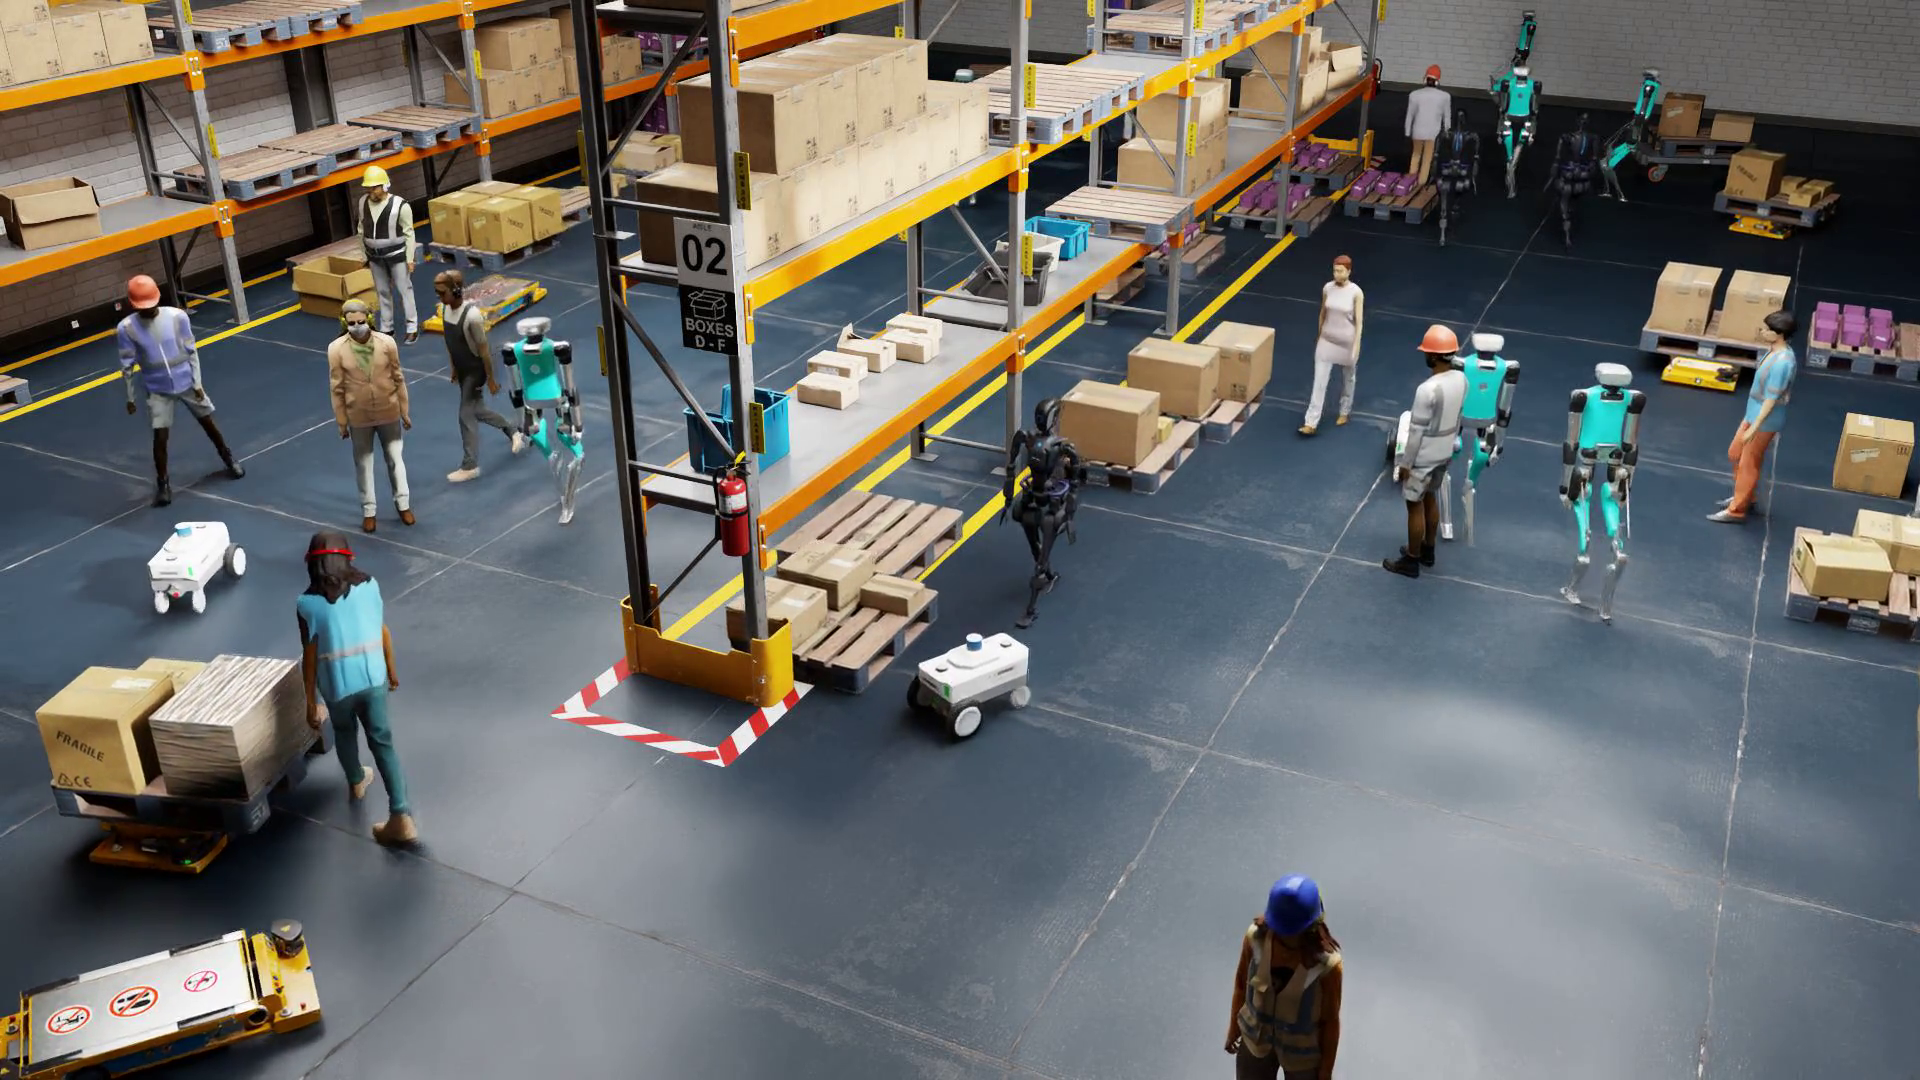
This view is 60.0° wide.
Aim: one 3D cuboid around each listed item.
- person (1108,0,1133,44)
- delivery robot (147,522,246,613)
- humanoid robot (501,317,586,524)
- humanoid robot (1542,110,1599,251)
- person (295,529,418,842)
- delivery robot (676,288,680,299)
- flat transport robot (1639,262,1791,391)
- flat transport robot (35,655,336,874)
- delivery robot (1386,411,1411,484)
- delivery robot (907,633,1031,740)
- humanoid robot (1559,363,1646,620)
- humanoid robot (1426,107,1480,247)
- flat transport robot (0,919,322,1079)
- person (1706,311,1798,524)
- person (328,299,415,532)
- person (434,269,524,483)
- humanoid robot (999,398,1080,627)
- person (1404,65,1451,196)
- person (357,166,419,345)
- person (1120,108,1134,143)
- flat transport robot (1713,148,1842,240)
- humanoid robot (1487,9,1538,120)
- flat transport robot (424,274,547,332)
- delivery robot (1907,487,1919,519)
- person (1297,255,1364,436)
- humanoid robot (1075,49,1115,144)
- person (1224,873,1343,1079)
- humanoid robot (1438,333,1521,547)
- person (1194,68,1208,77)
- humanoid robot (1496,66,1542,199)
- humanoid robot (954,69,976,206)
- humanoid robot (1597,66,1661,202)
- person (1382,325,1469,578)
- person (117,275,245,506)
[{"bbox_3d":[2.801,-9.026,29.154,0.443,1.923,0.535,-18,32,-32],"label":"person"},{"bbox_3d":[-5.610,0.145,12.136,0.499,0.571,0.756,0,26,0],"label":"delivery robot"},{"bbox_3d":[-3.186,-0.933,13.125,0.545,1.885,0.801,1,26,1],"label":"humanoid robot"},{"bbox_3d":[7.349,-4.367,20.065,0.602,1.627,0.772,-4,27,-9],"label":"humanoid robot"},{"bbox_3d":[-3.435,0.832,9.392,0.552,1.829,0.931,-15,30,-27],"label":"person"},{"bbox_3d":[-2.720,-2.896,18.309,0.499,0.598,0.802,17,31,30],"label":"delivery robot"},{"bbox_3d":[7.408,-1.824,16.462,0.659,0.231,1.431,14,29,26],"label":"flat transport robot"},{"bbox_3d":[-4.424,1.453,9.843,0.659,0.231,1.431,4,27,8],"label":"flat transport robot"},{"bbox_3d":[3.888,-0.818,14.130,0.499,0.614,0.792,8,27,15],"label":"delivery robot"},{"bbox_3d":[0.080,0.887,10.662,0.791,0.592,0.499,-18,32,-33],"label":"delivery robot"},{"bbox_3d":[4.542,-0.295,11.734,0.543,1.794,0.778,0,26,0],"label":"humanoid robot"},{"bbox_3d":[5.968,-4.387,20.130,0.591,1.628,0.810,6,27,12],"label":"humanoid robot"},{"bbox_3d":[-3.919,2.307,8.119,1.431,0.231,0.659,-13,29,-24],"label":"flat transport robot"},{"bbox_3d":[6.223,-0.940,12.994,0.400,1.759,0.524,7,27,14],"label":"person"},{"bbox_3d":[-4.578,-0.985,12.958,0.566,1.875,0.391,-12,29,-23],"label":"person"},{"bbox_3d":[-4.044,-1.432,13.940,0.540,1.808,0.803,24,35,39],"label":"person"},{"bbox_3d":[0.584,-0.251,11.759,0.600,1.628,0.789,13,29,25],"label":"humanoid robot"},{"bbox_3d":[6.222,-5.428,22.084,0.564,1.732,0.594,14,29,25],"label":"person"},{"bbox_3d":[-5.792,-2.872,16.816,0.586,1.834,0.404,5,27,9],"label":"person"},{"bbox_3d":[2.675,-6.758,24.722,0.509,1.780,0.842,-7,27,-15],"label":"person"},{"bbox_3d":[10.304,-4.069,20.997,0.659,0.231,1.431,22,34,37],"label":"flat transport robot"},{"bbox_3d":[8.560,-7.419,25.987,0.716,1.684,0.530,3,27,7],"label":"humanoid robot"},{"bbox_3d":[-5.096,-2.543,17.914,0.659,0.231,1.431,7,27,15],"label":"flat transport robot"},{"bbox_3d":[7.671,-0.249,12.961,0.499,0.597,0.801,12,29,23],"label":"delivery robot"},{"bbox_3d":[3.317,-1.711,14.706,0.442,1.606,0.858,16,30,29],"label":"person"},{"bbox_3d":[2.052,-6.731,24.825,0.470,1.650,0.595,-13,29,-24],"label":"humanoid robot"},{"bbox_3d":[1.321,2.096,6.854,0.464,1.768,0.338,17,31,31],"label":"person"},{"bbox_3d":[3.862,-0.760,12.727,0.544,1.861,0.696,2,26,5],"label":"humanoid robot"},{"bbox_3d":[3.374,-6.028,23.122,0.674,1.891,0.448,12,29,24],"label":"person"},{"bbox_3d":[7.480,-5.517,22.330,0.548,1.765,0.945,10,28,18],"label":"humanoid robot"},{"bbox_3d":[0.056,-5.152,21.422,0.530,1.696,0.744,1,26,2],"label":"humanoid robot"},{"bbox_3d":[8.690,-5.321,21.927,0.770,1.843,0.530,12,29,23],"label":"humanoid robot"},{"bbox_3d":[3.424,-0.647,12.221,0.547,1.930,0.370,-22,34,-37],"label":"person"},{"bbox_3d":[-6.384,-1.270,13.519,0.774,1.895,0.560,-16,30,-28],"label":"person"}]
